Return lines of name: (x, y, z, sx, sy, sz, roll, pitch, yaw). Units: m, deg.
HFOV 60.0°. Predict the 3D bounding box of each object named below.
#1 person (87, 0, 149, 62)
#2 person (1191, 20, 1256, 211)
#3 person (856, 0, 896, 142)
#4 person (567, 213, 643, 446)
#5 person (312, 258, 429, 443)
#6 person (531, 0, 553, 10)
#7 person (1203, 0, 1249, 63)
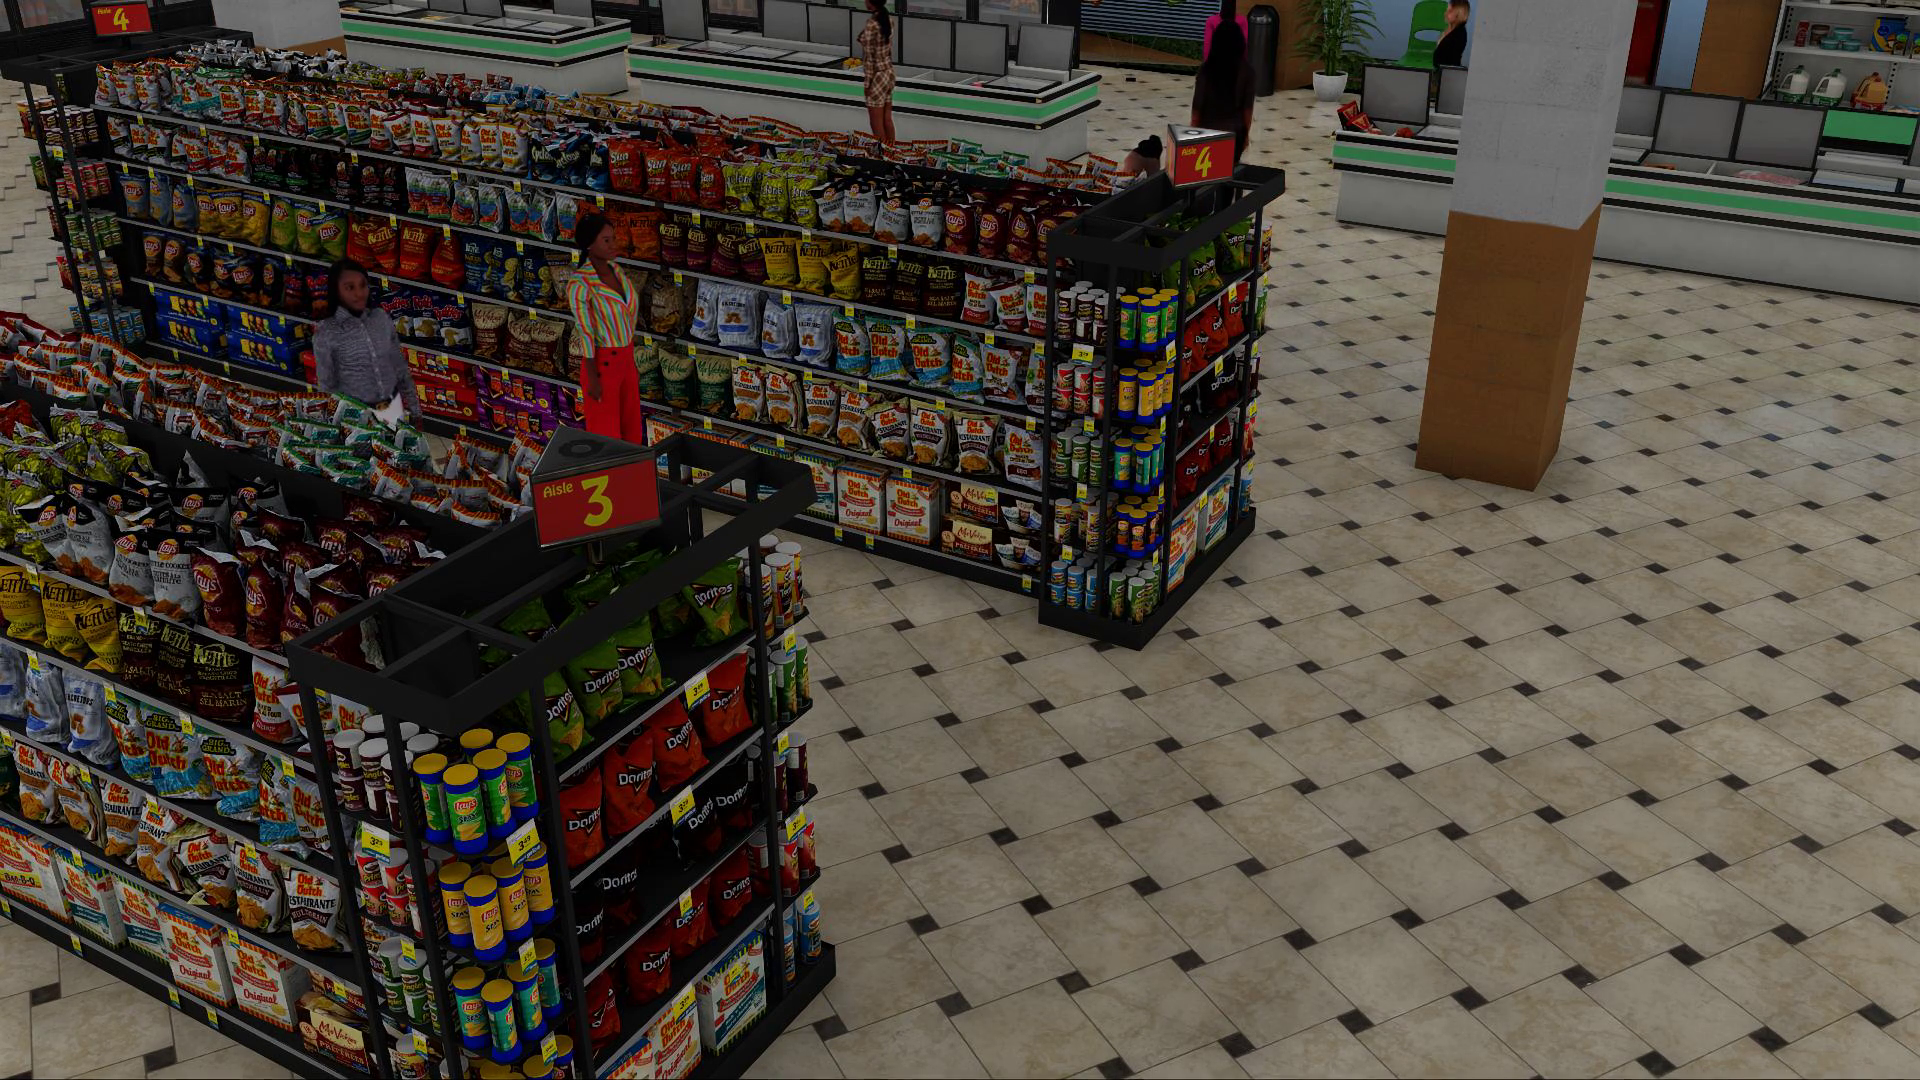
person: (-8.162, -4.656, 16.228, 0.576, 1.824, 0.692, 16, 31, 28)
person: (2.104, -3.189, 13.335, 0.976, 1.824, 0.969, 0, 27, 0)
person: (-0.749, -4.229, 15.419, 0.543, 1.794, 0.586, 13, 30, 24)
person: (-1.840, -0.841, 8.740, 0.566, 1.794, 0.618, 10, 29, 20)
person: (-2.988, -0.586, 8.329, 0.895, 1.710, 0.717, 22, 34, 36)
person: (-5.699, -7.691, 22.289, 0.548, 1.755, 0.580, 19, 33, 33)
person: (2.548, -4.503, 16.065, 0.644, 1.699, 0.738, 2, 27, 3)
